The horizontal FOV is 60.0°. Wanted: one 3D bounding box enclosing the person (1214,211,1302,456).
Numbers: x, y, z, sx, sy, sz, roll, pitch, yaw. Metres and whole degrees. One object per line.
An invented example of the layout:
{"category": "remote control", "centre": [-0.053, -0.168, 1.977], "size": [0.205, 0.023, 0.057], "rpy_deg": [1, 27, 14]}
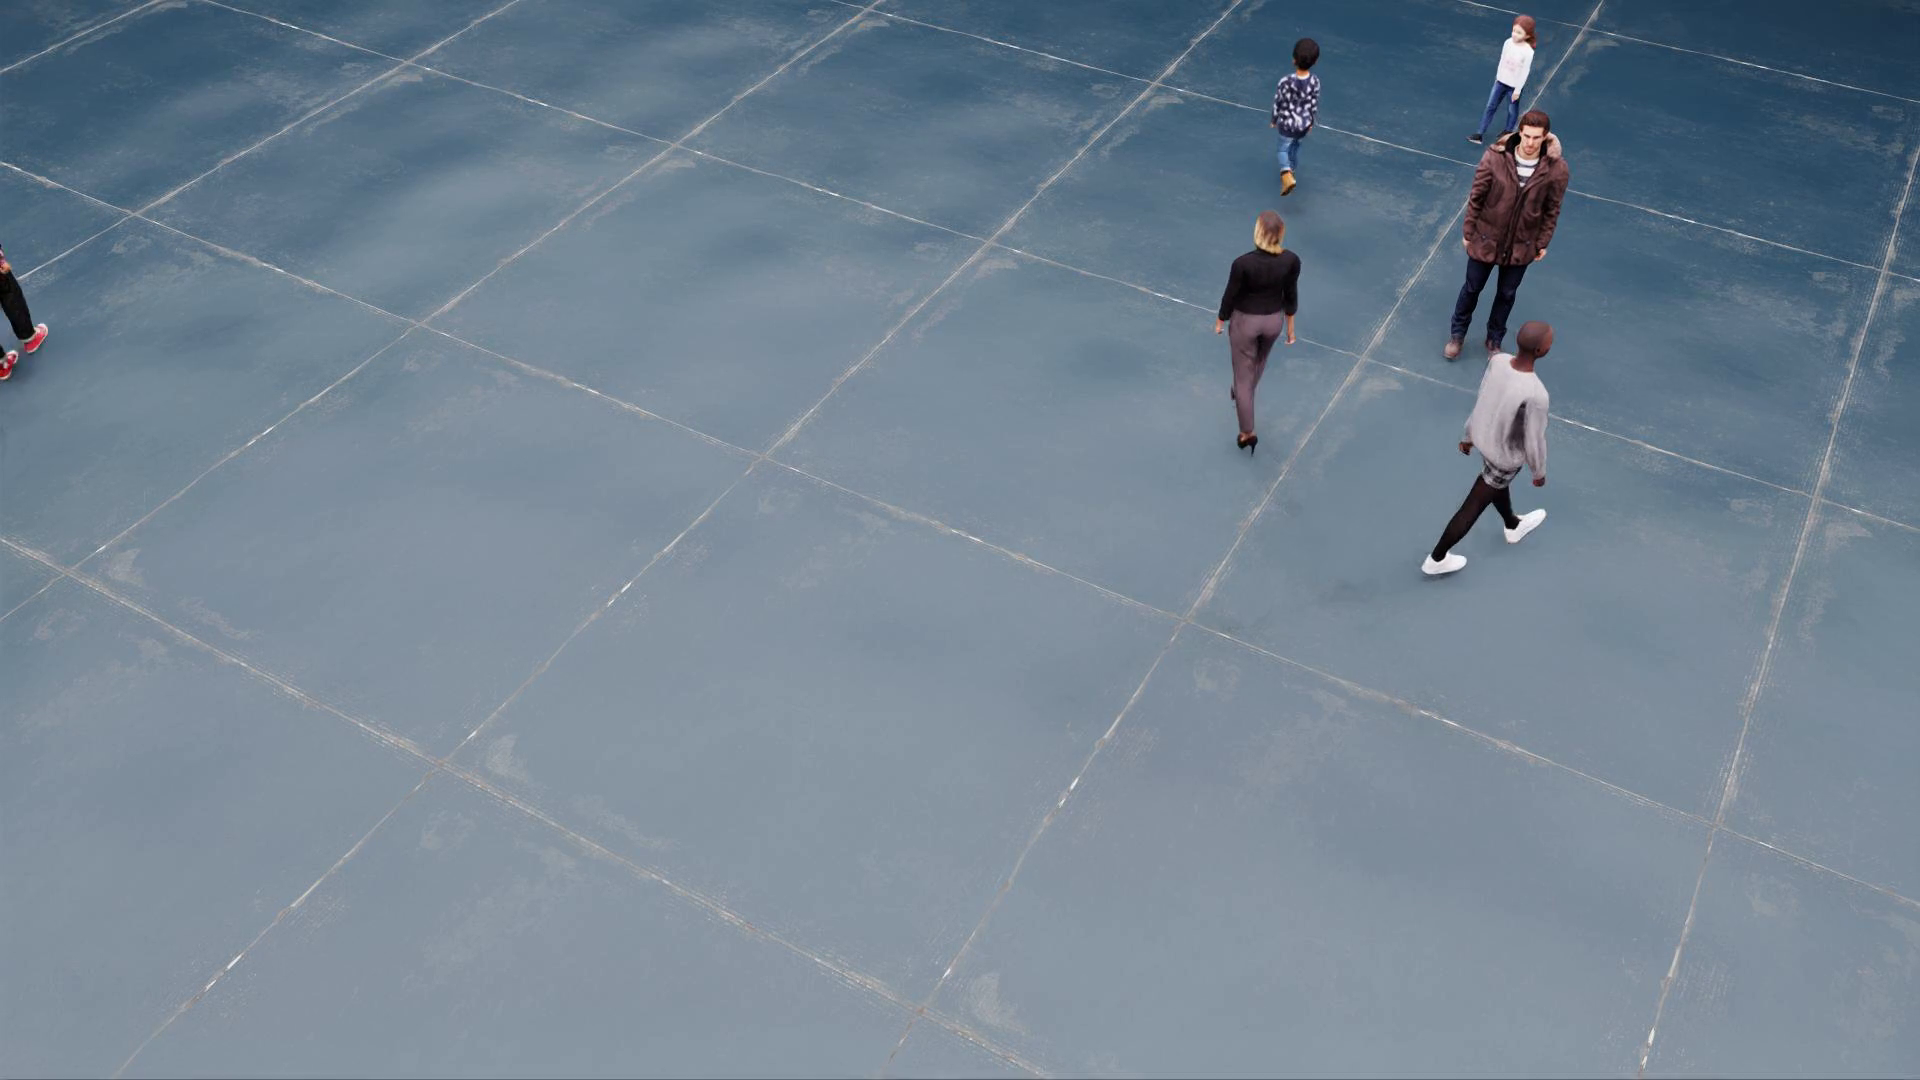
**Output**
{"category": "person", "centre": [1.876, -1.245, 10.372], "size": [0.935, 1.647, 1.000], "rpy_deg": [-10, 43, -11]}

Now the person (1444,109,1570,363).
{"category": "person", "centre": [3.629, -2.021, 11.077], "size": [0.827, 1.848, 0.779], "rpy_deg": [10, 43, 11]}

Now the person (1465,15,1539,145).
{"category": "person", "centre": [4.522, -3.751, 13.544], "size": [0.767, 1.093, 0.609], "rpy_deg": [-28, 49, -27]}

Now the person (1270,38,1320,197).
{"category": "person", "centre": [2.593, -3.244, 12.876], "size": [0.715, 1.239, 0.804], "rpy_deg": [-4, 42, -4]}

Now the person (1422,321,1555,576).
{"category": "person", "centre": [2.974, -0.472, 9.455], "size": [1.182, 1.737, 1.082], "rpy_deg": [-14, 44, -15]}
